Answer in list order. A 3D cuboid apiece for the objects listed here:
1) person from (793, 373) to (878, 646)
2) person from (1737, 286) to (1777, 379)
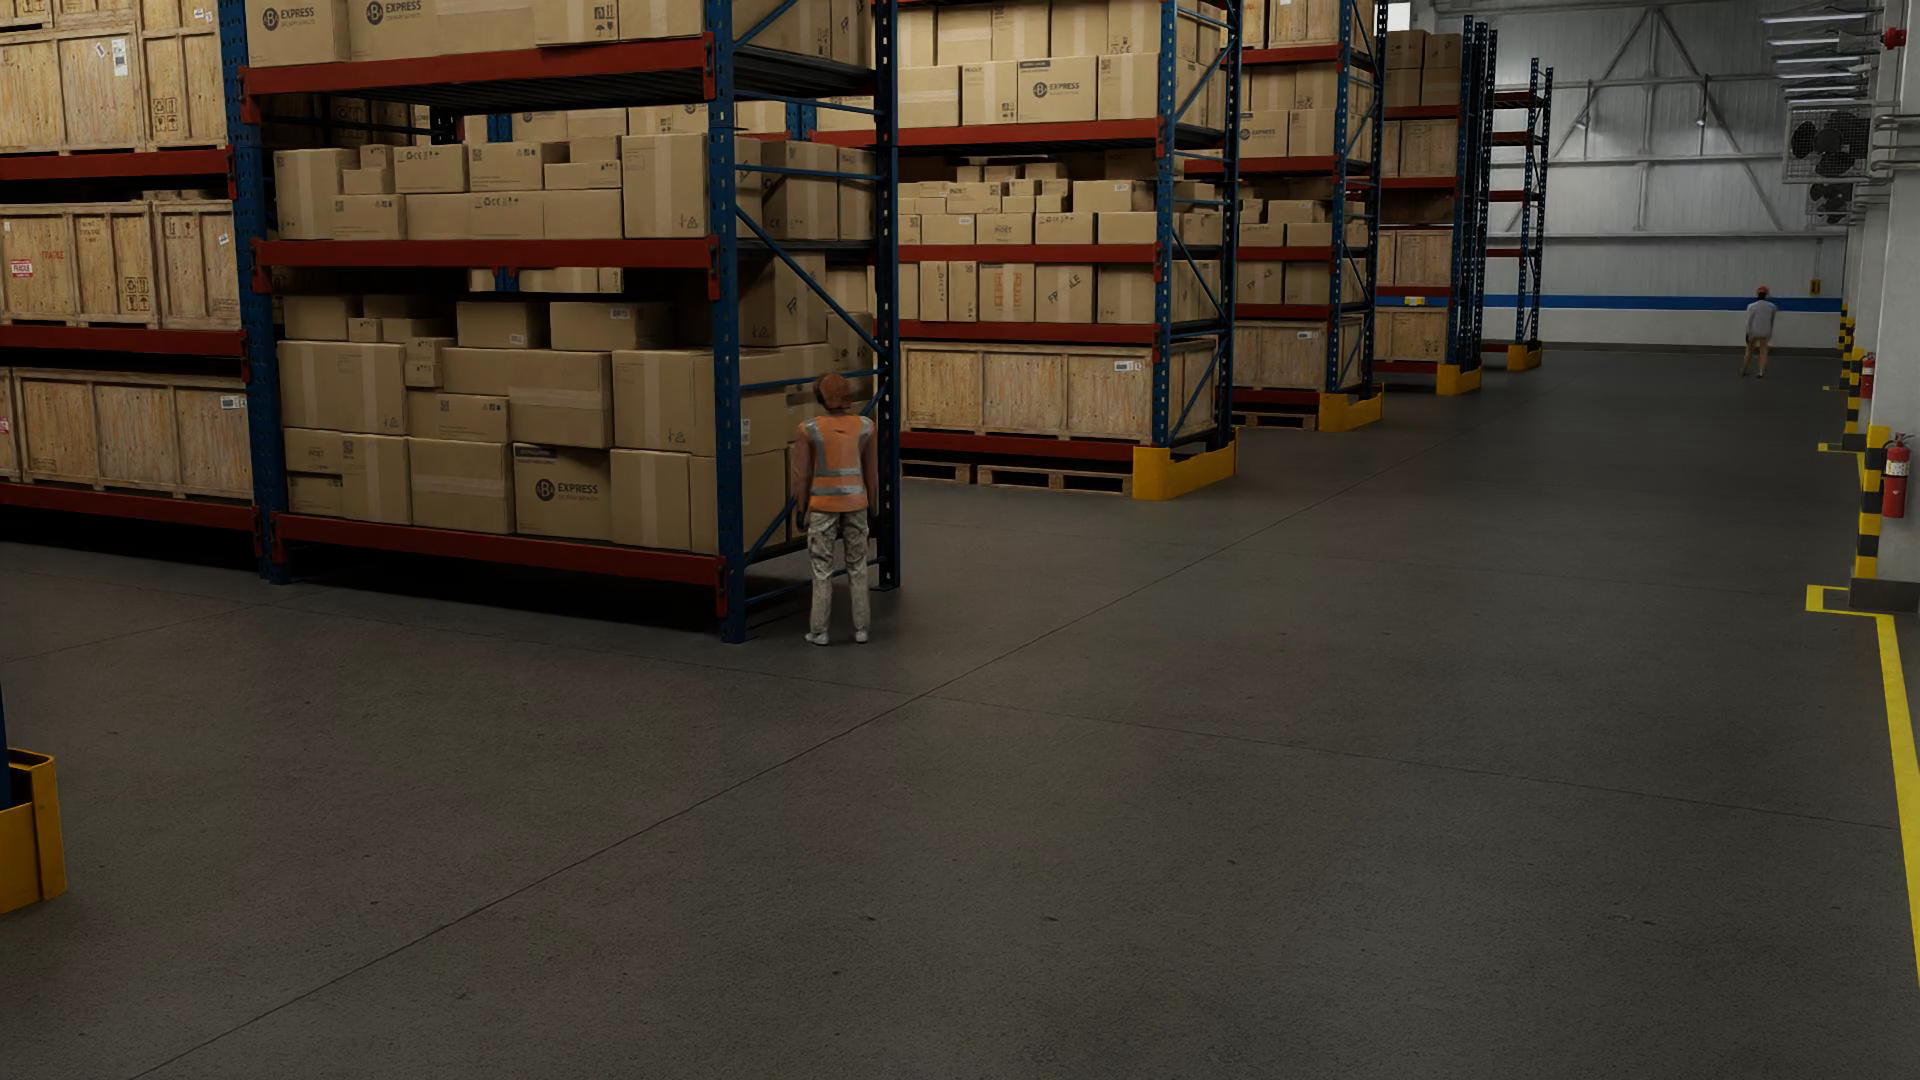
[{"bbox_3d":[-0.729,-0.176,9.883,0.520,1.631,0.318,-4,10,-21],"label":"person"},{"bbox_3d":[14.861,-3.866,31.001,0.567,1.703,0.865,1,10,5],"label":"person"}]
